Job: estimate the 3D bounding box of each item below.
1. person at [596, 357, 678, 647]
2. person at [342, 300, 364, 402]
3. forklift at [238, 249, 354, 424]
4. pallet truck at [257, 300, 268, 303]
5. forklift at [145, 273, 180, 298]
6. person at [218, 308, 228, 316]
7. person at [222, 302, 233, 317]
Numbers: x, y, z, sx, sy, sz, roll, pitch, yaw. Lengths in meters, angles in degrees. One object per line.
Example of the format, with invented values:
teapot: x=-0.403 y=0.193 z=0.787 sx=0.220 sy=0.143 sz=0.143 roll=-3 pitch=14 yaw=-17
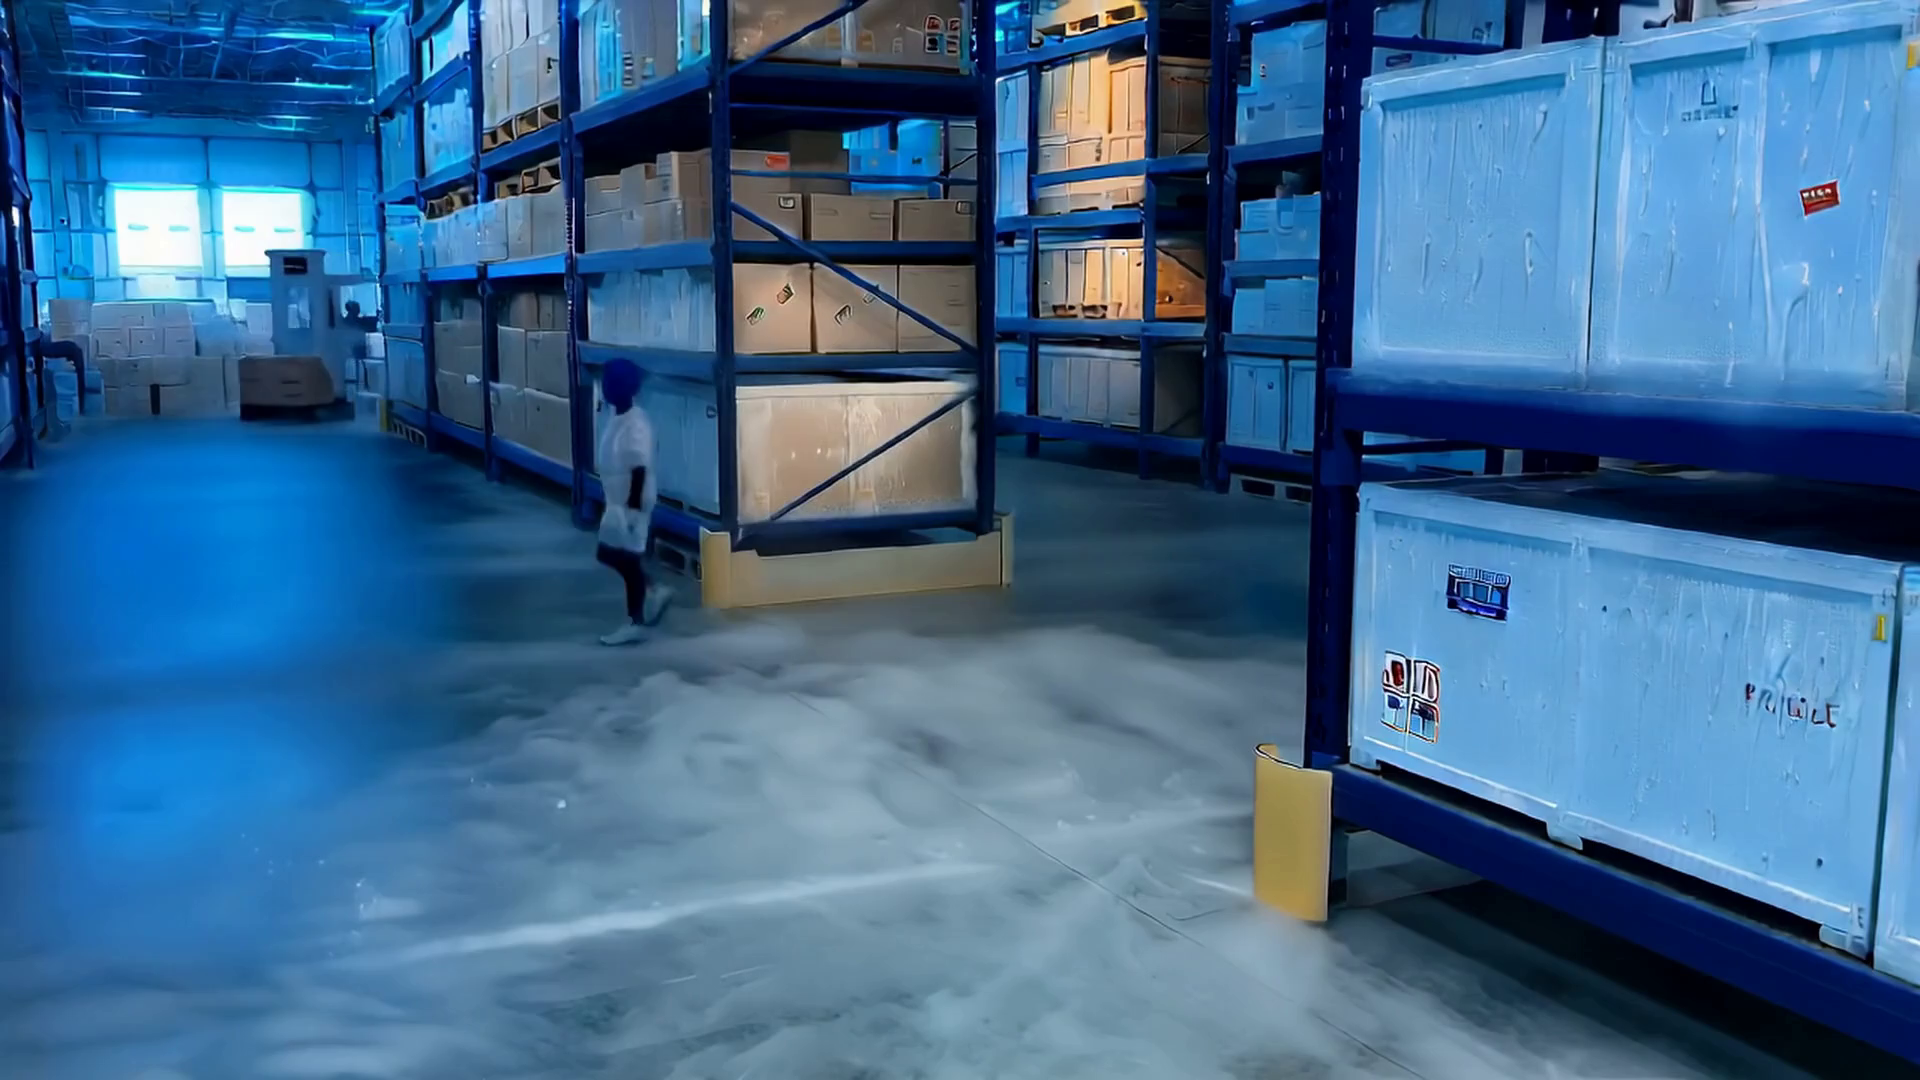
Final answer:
person: x=-1.903 y=-0.221 z=9.683 sx=0.427 sy=1.684 sz=0.550 roll=-4 pitch=9 yaw=-27
person: x=-10.673 y=-3.215 z=29.296 sx=0.612 sy=1.995 sz=0.378 roll=7 pitch=11 yaw=41
forklift: x=-10.795 y=-3.352 z=27.200 sx=1.129 sy=2.768 sz=1.873 roll=3 pitch=9 yaw=19
pallet truck: x=-23.913 y=-7.404 z=58.171 sx=1.885 sy=1.965 sz=0.823 roll=-1 pitch=8 yaw=-9
forklift: x=-25.114 y=-7.030 z=52.567 sx=1.873 sy=2.768 sz=1.129 roll=6 pitch=10 yaw=37
person: x=-15.304 y=-3.890 z=34.507 sx=0.620 sy=1.837 sz=0.430 roll=8 pitch=11 yaw=42
person: x=-25.108 y=-7.190 z=56.941 sx=0.588 sy=1.927 sz=0.371 roll=2 pitch=8 yaw=13
